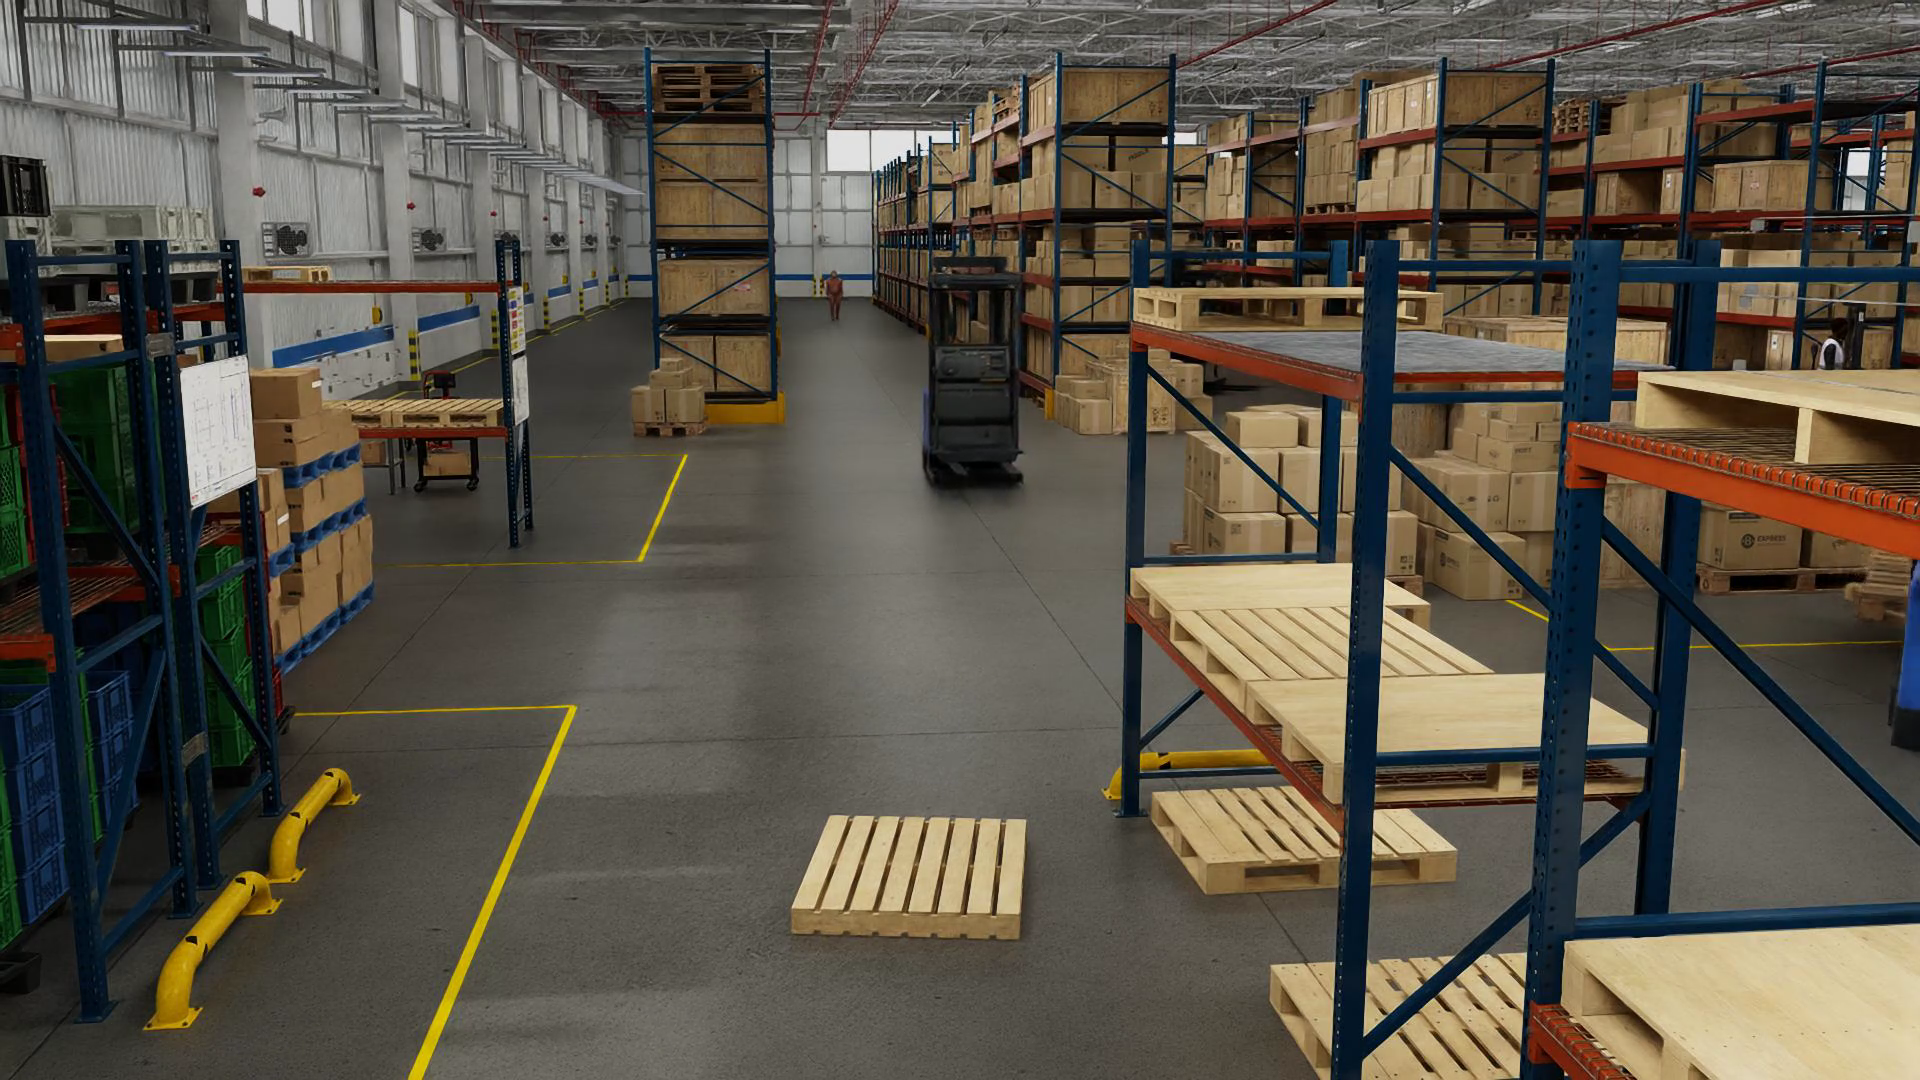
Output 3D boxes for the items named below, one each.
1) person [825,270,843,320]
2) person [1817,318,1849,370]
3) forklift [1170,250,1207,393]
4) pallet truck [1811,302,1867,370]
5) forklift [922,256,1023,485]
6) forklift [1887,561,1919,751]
[{"bbox_3d":[-4.743,-9.236,62.861,0.681,1.880,0.777,-2,10,-8],"label":"person"},{"bbox_3d":[12.724,-2.295,24.354,0.389,1.910,0.601,6,12,32],"label":"person"},{"bbox_3d":[4.201,-4.408,33.358,1.873,2.768,1.129,4,11,23],"label":"forklift"},{"bbox_3d":[15.846,-3.142,28.793,1.885,1.965,0.823,2,10,12],"label":"pallet truck"},{"bbox_3d":[0.113,-2.206,21.158,1.129,2.768,1.873,-1,10,-6],"label":"forklift"},{"bbox_3d":[6.389,-0.196,10.021,1.129,2.768,1.873,6,12,31],"label":"forklift"}]
